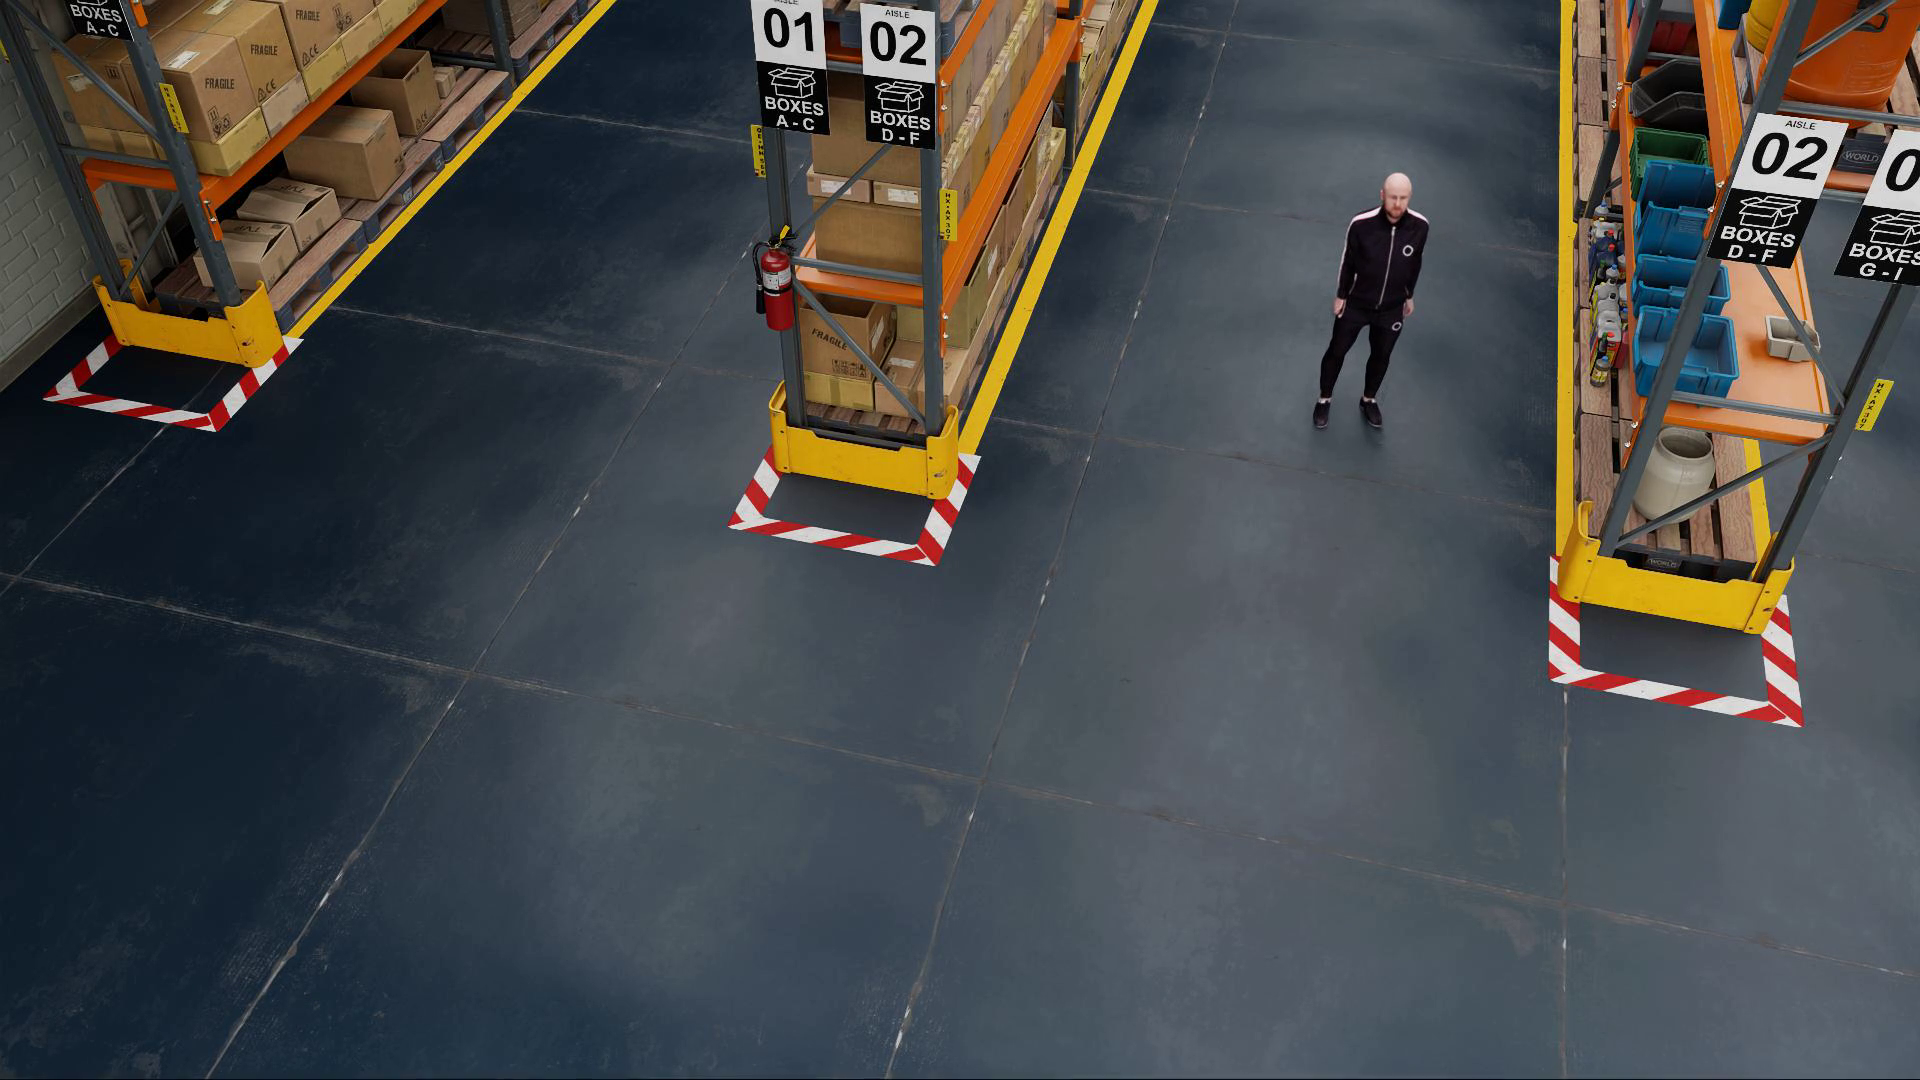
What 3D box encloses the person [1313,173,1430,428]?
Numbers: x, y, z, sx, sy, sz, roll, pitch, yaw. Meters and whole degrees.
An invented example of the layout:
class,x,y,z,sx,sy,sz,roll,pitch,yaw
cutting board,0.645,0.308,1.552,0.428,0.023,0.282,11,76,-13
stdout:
class,x,y,z,sx,sy,sz,roll,pitch,yaw
person,2.613,-1.520,10.525,0.727,1.836,0.661,1,43,1
